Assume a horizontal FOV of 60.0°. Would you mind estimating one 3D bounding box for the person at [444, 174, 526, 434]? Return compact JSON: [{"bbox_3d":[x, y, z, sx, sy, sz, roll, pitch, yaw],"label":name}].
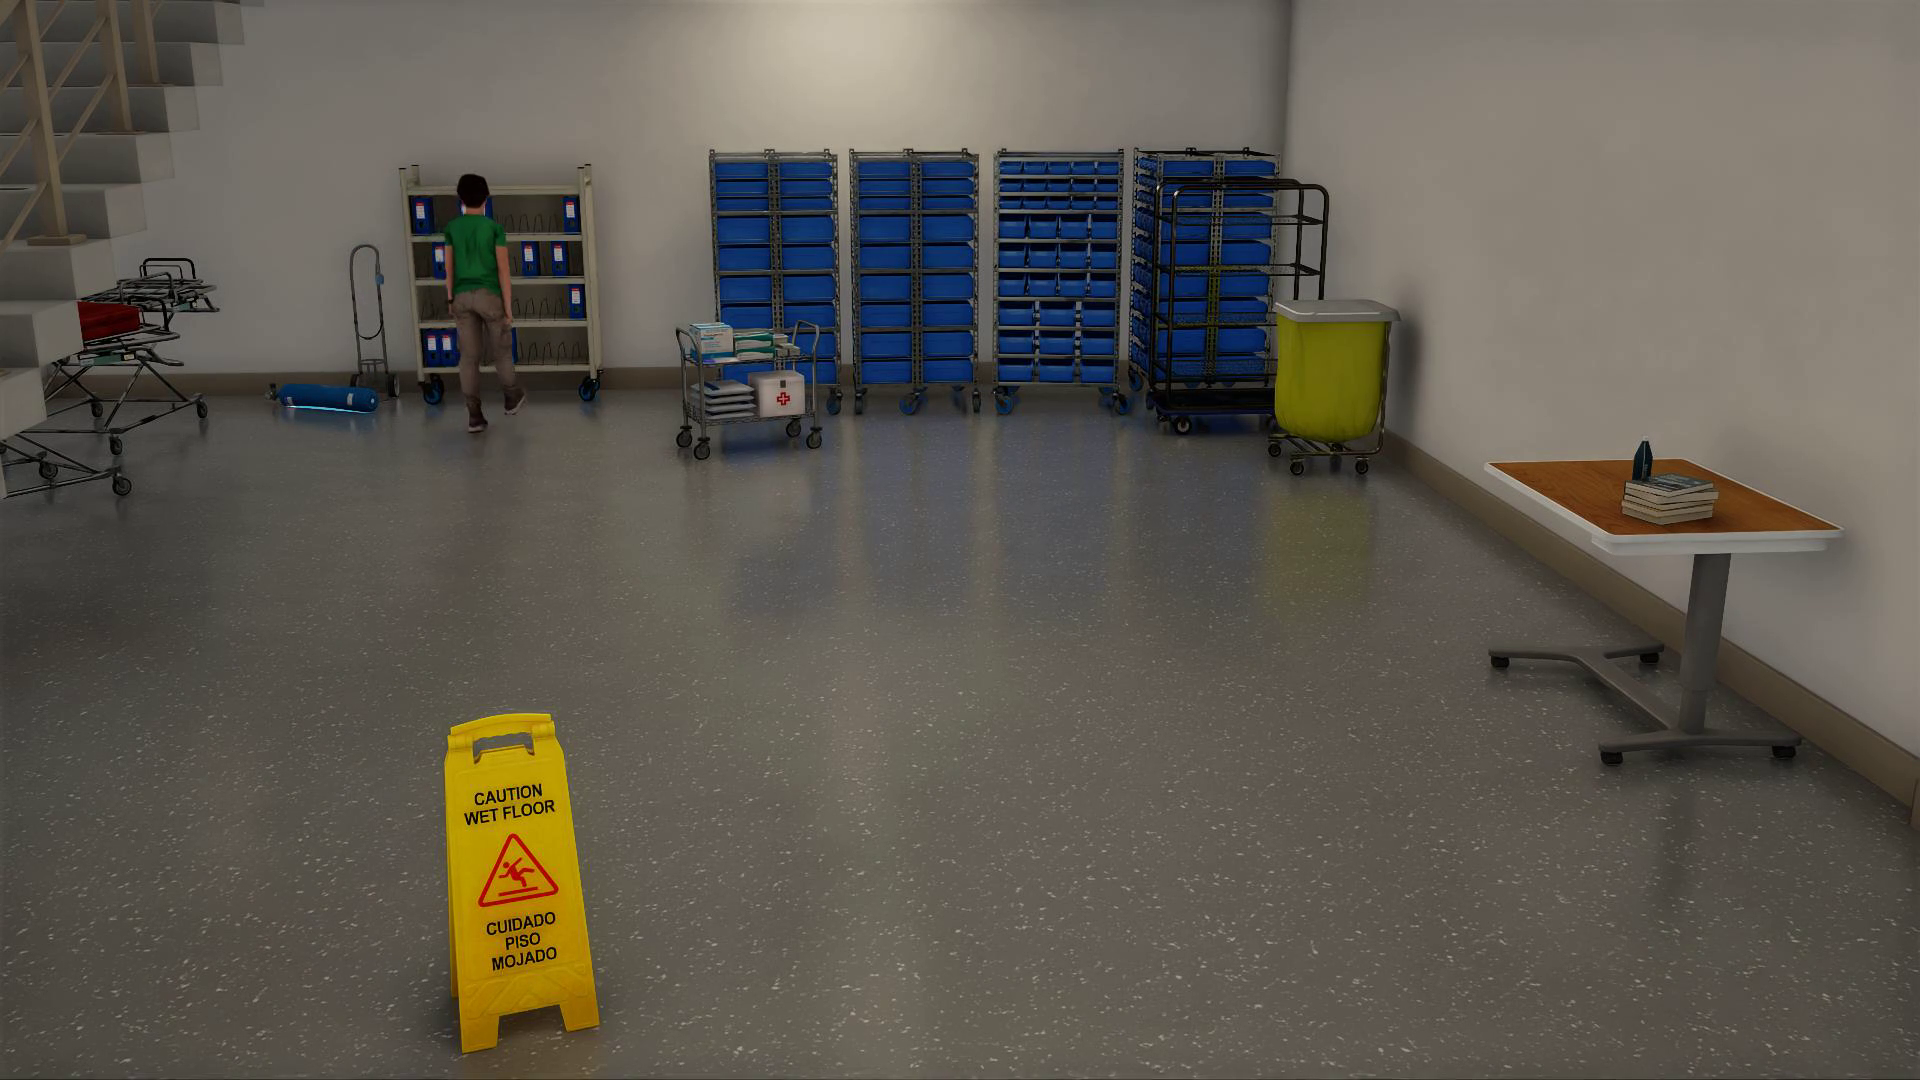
[{"bbox_3d":[-3.093,-1.483,10.634,0.595,1.617,1.036,-1,16,-2],"label":"person"}]
